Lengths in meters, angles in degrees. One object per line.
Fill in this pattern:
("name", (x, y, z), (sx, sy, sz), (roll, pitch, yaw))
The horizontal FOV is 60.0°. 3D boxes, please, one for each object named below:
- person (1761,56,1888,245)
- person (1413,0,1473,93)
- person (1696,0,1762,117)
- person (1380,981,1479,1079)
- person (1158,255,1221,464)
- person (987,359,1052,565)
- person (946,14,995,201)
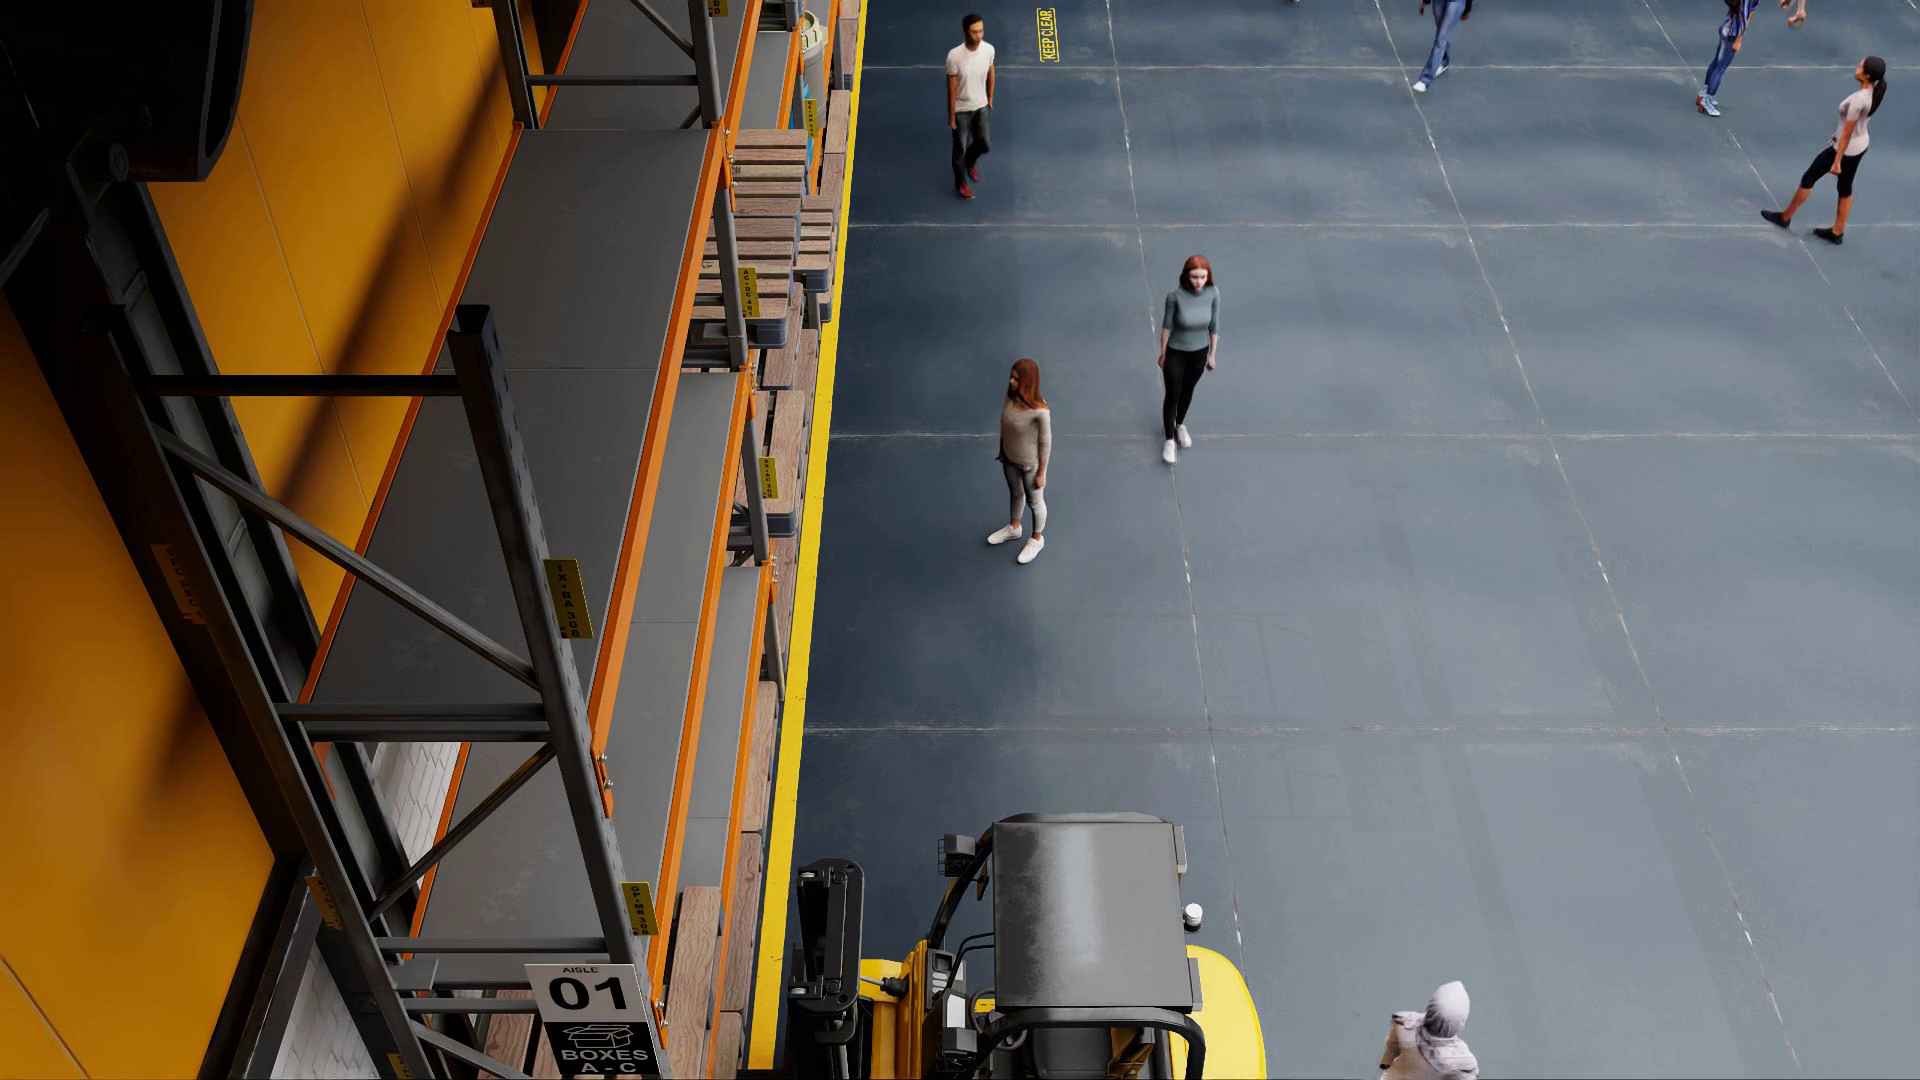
("person", (7.820, -3.361, 14.524), (0.966, 1.719, 1.058), (-28, 50, -27))
("person", (4.937, -5.410, 16.685), (1.052, 1.703, 1.156), (32, 52, 29))
("person", (7.556, -4.955, 16.270), (0.720, 1.616, 0.574), (11, 45, 11))
("person", (2.131, 2.792, 8.058), (1.105, 1.729, 1.183), (34, 53, 31))
("person", (1.691, -1.410, 12.457), (0.621, 1.745, 0.686), (-5, 44, -5))
("person", (0.458, -0.579, 11.608), (0.755, 1.711, 0.681), (-31, 52, -28))
("person", (0.043, -3.983, 15.127), (0.800, 1.787, 0.841), (-16, 46, -16))
